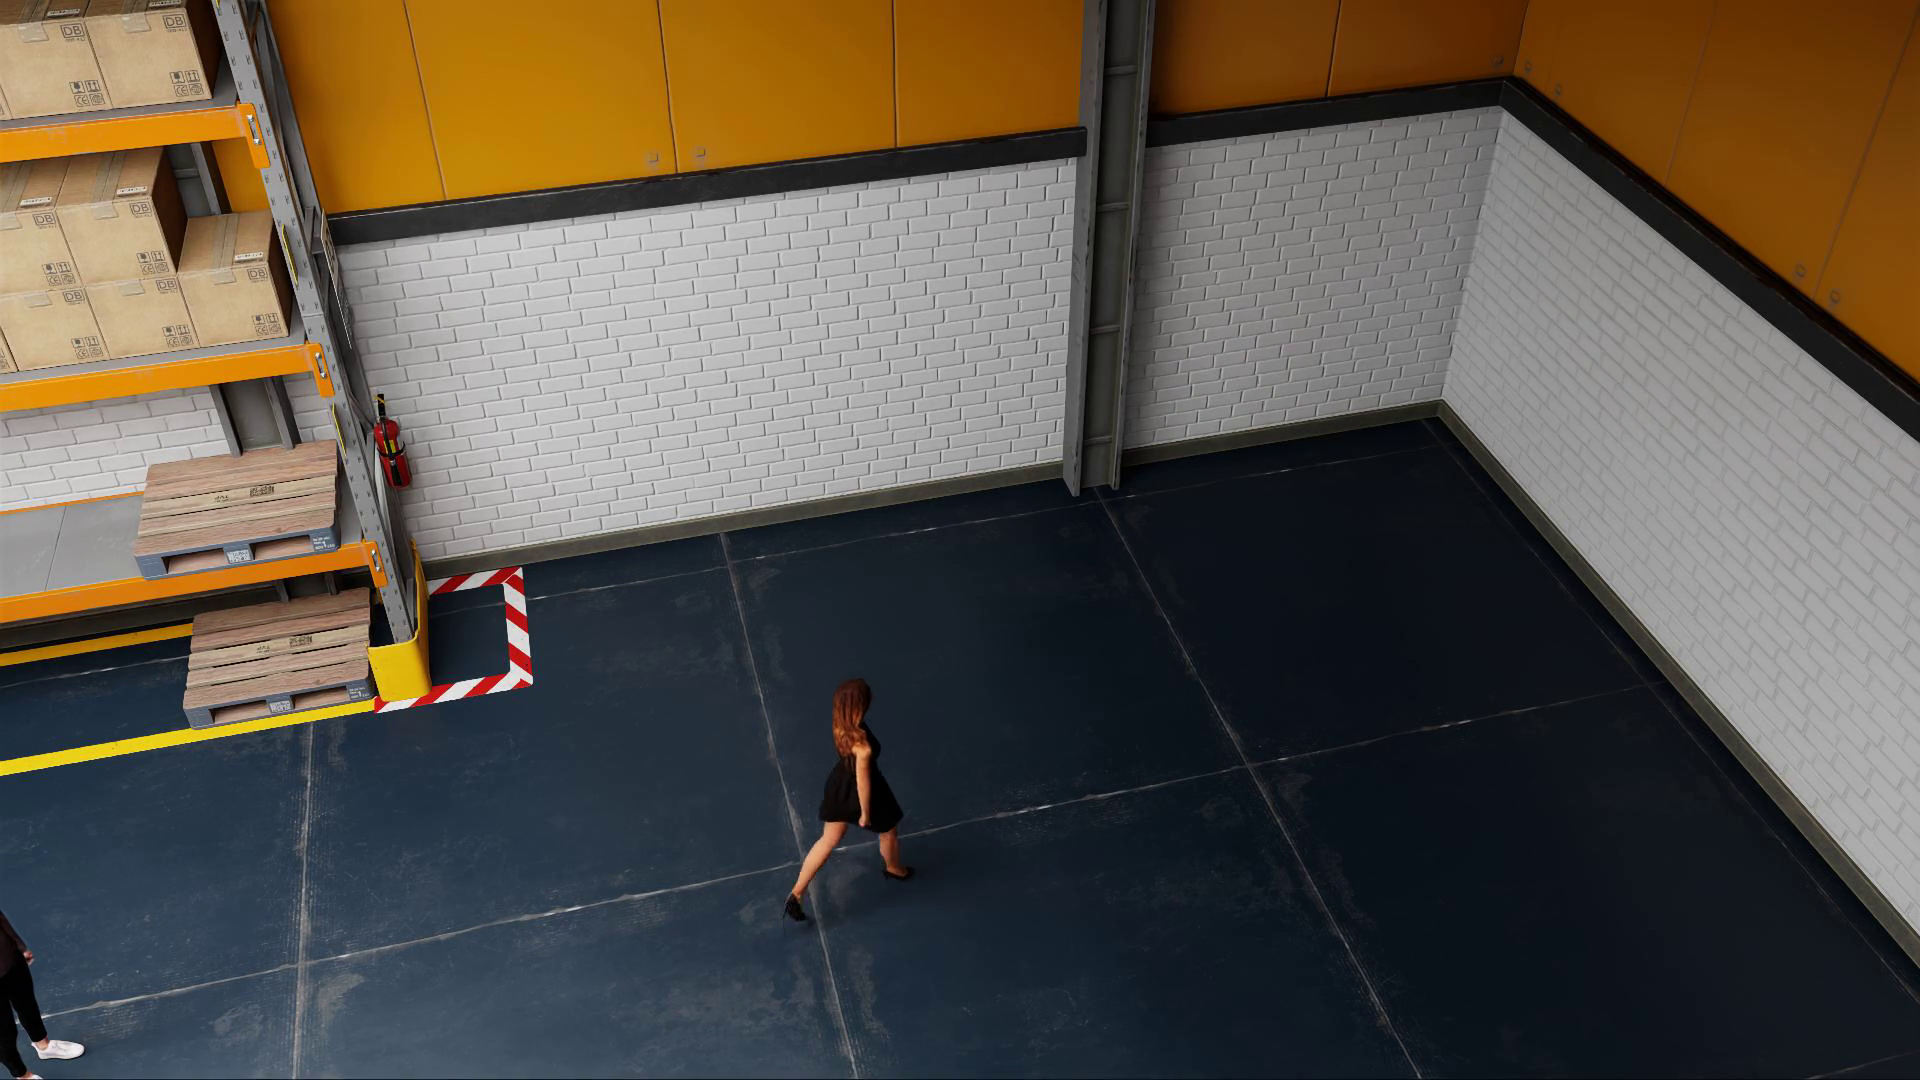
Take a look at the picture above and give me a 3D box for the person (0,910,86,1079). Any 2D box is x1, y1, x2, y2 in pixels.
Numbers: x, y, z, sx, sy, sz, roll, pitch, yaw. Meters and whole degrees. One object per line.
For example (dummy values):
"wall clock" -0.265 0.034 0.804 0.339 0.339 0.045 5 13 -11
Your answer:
"person" -5.042 2.269 8.676 0.620 1.698 0.666 4 39 5

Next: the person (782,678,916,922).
"person" -0.691 1.516 9.541 1.197 1.795 0.835 -23 44 -26
